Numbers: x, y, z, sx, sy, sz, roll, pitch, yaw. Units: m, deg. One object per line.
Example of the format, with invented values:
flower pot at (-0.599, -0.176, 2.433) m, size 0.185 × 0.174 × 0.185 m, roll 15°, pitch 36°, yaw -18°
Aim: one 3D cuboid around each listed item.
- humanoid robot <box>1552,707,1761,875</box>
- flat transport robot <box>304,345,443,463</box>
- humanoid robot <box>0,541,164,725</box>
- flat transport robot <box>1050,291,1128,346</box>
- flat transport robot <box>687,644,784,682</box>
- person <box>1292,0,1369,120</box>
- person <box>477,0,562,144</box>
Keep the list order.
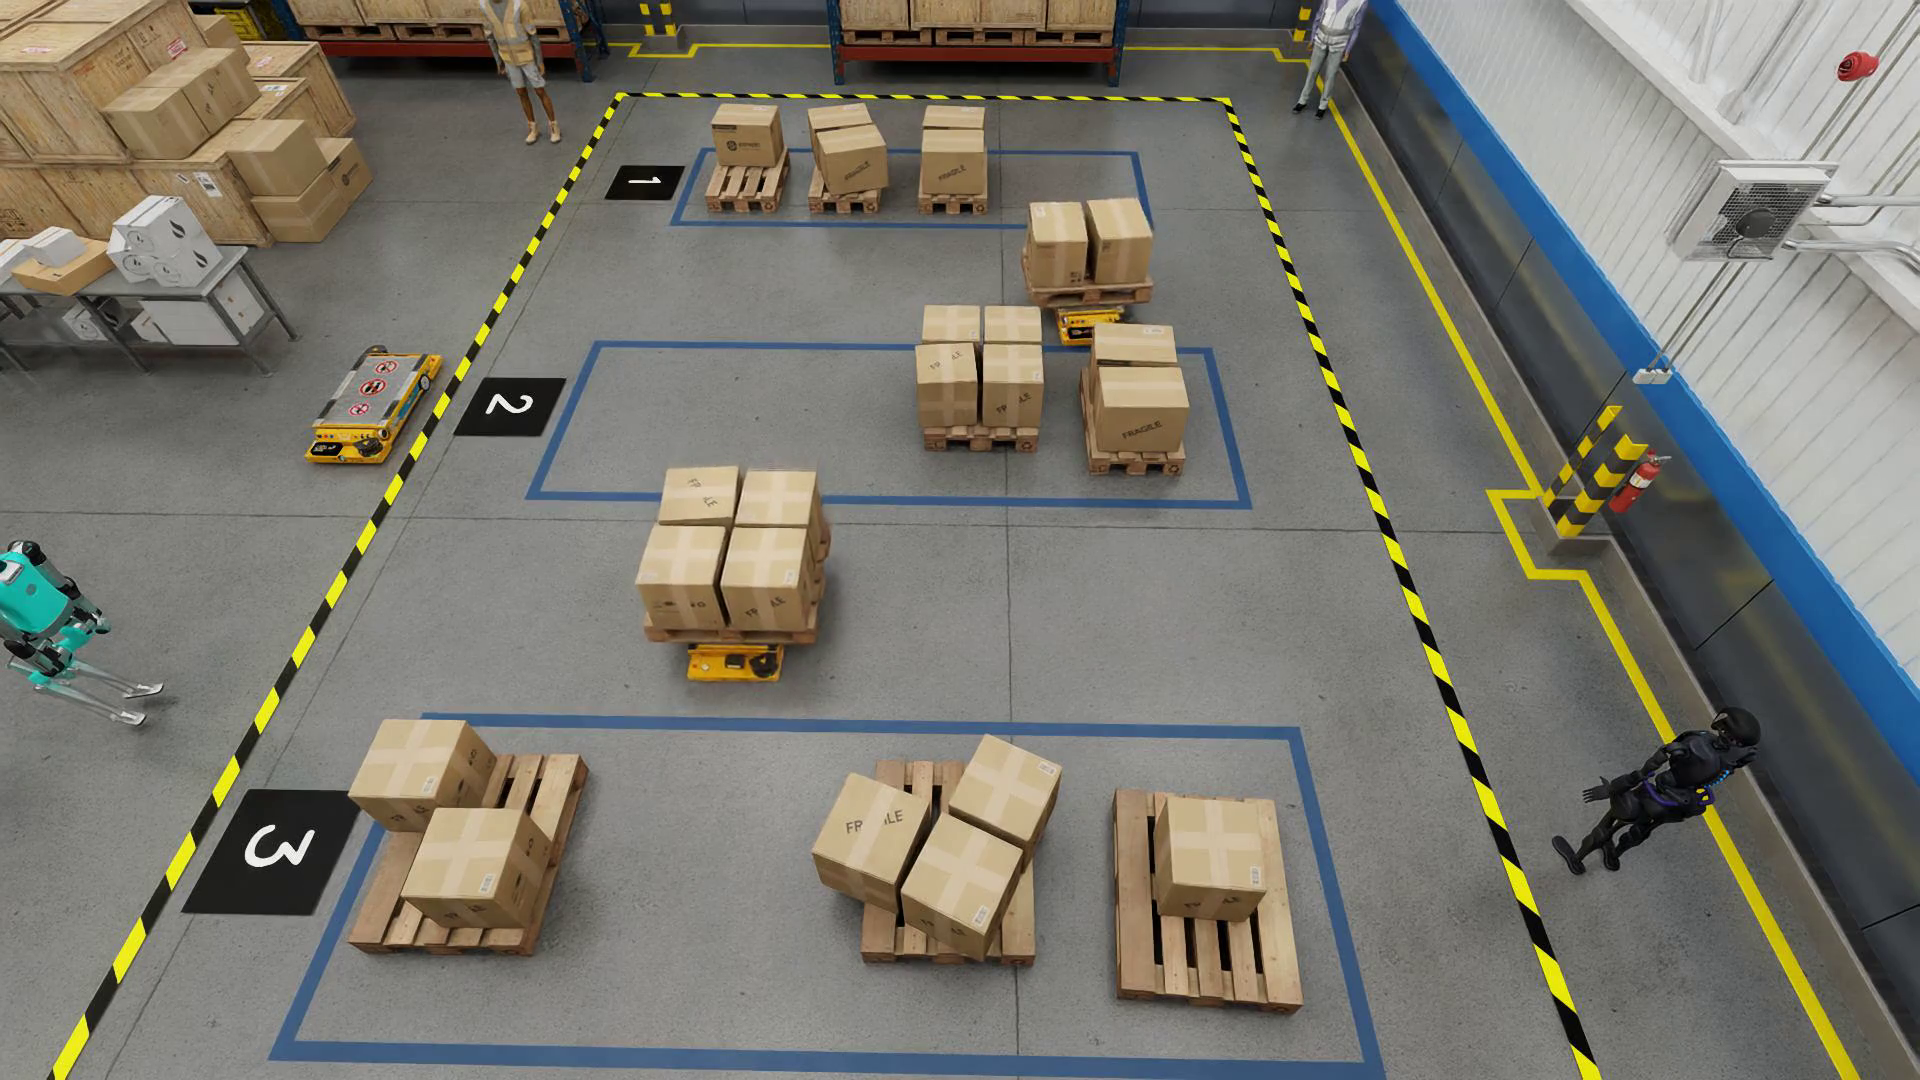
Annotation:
humanoid robot at (3.955, 1.445, 5.212) m, size 0.599 × 1.657 × 0.315 m, roll -1°, pitch 50°, yaw -1°
flat transport robot at (-5.383, -1.269, 8.441) m, size 0.659 × 0.231 × 1.431 m, roll 1°, pitch 50°, yaw 1°
humanoid robot at (-5.855, 0.605, 5.805) m, size 0.735 × 1.677 × 0.533 m, roll 0°, pitch 50°, yaw 0°
flat transport robot at (1.281, -2.544, 9.501) m, size 0.652 × 0.197 × 1.431 m, roll -4°, pitch 50°, yaw -3°
flat transport robot at (-1.622, 0.419, 6.994) m, size 0.652 × 0.197 × 1.431 m, roll 1°, pitch 50°, yaw 1°
person at (4.749, -6.366, 11.729) m, size 0.589 × 1.833 × 0.404 m, roll 29°, pitch 55°, yaw 22°
person at (-5.388, -5.876, 11.178) m, size 0.608 × 2.043 × 0.373 m, roll -1°, pitch 50°, yaw -1°
